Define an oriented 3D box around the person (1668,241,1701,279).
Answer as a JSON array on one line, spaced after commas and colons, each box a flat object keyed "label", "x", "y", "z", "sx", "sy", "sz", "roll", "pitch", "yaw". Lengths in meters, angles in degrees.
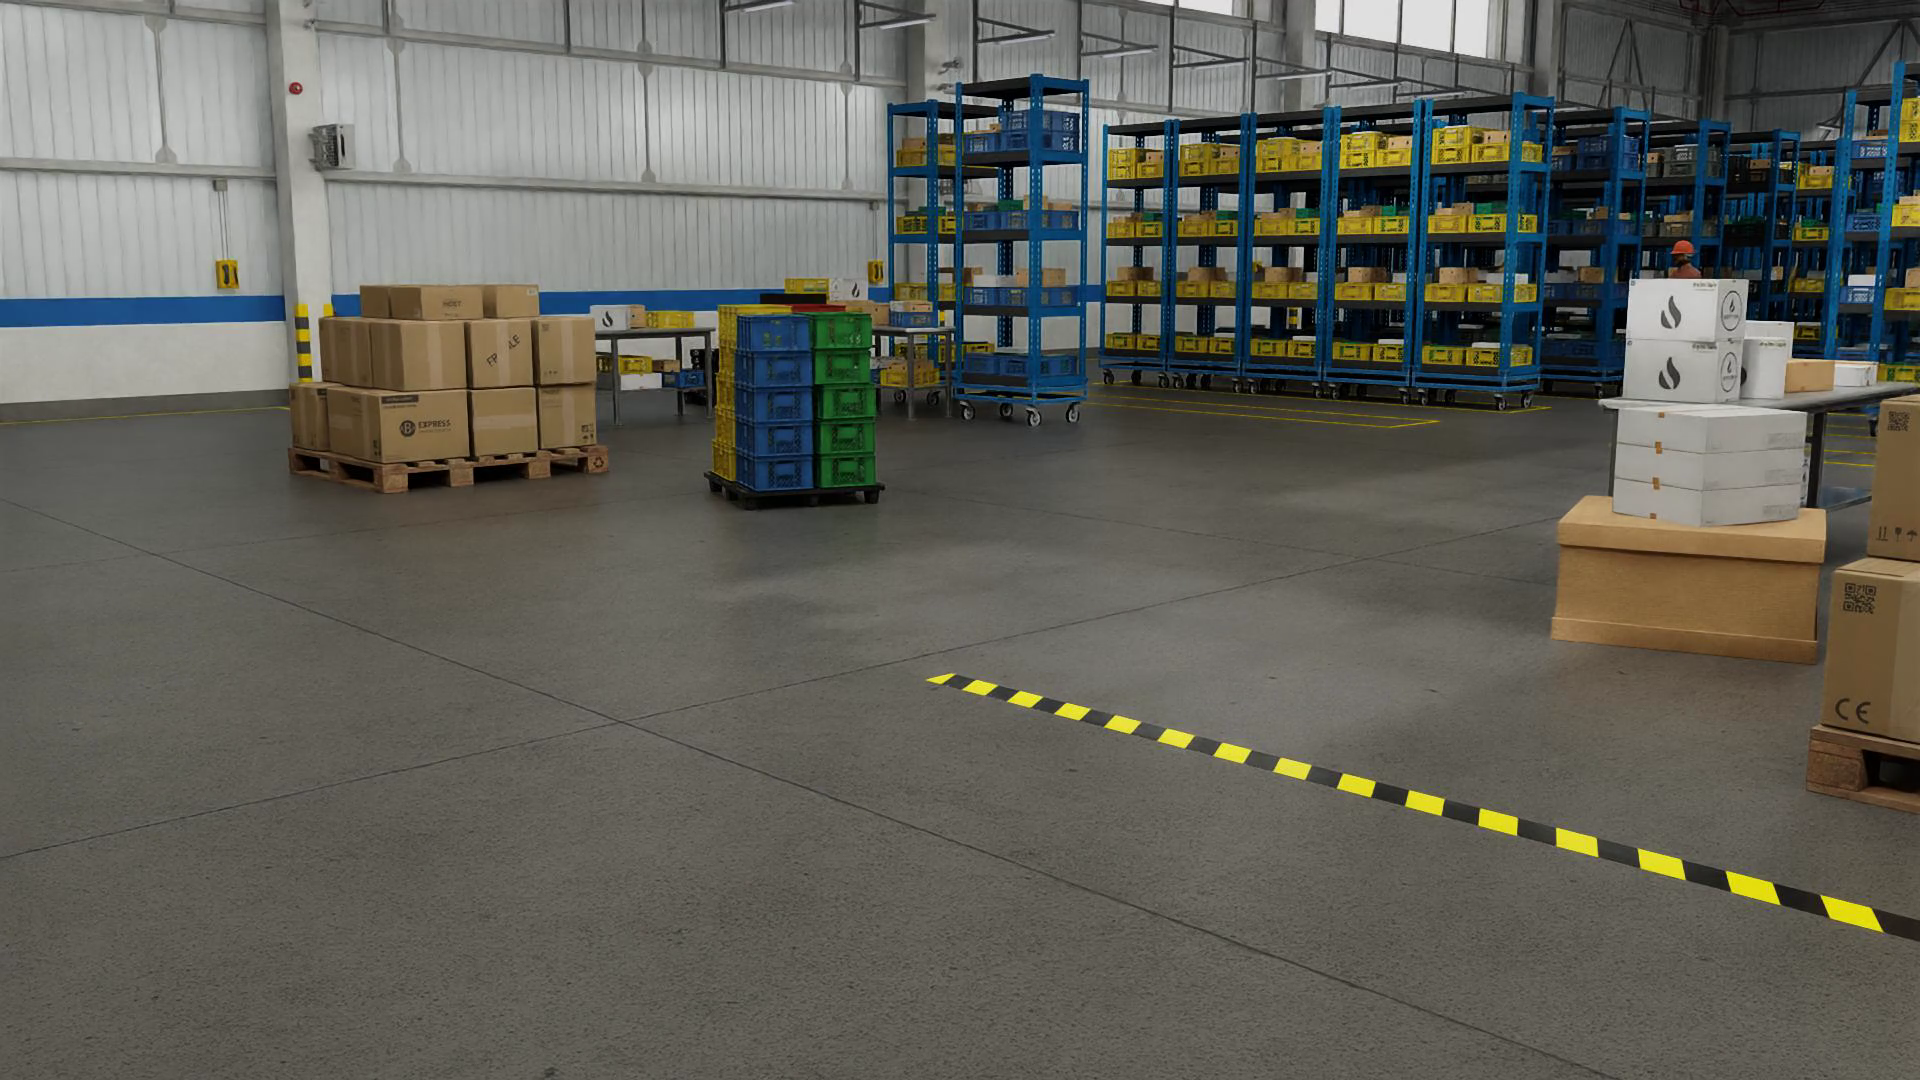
[{"label": "person", "x": 9.444, "y": -2.921, "z": 21.837, "sx": 0.396, "sy": 1.992, "sz": 0.622, "roll": -1, "pitch": 10, "yaw": -8}]
